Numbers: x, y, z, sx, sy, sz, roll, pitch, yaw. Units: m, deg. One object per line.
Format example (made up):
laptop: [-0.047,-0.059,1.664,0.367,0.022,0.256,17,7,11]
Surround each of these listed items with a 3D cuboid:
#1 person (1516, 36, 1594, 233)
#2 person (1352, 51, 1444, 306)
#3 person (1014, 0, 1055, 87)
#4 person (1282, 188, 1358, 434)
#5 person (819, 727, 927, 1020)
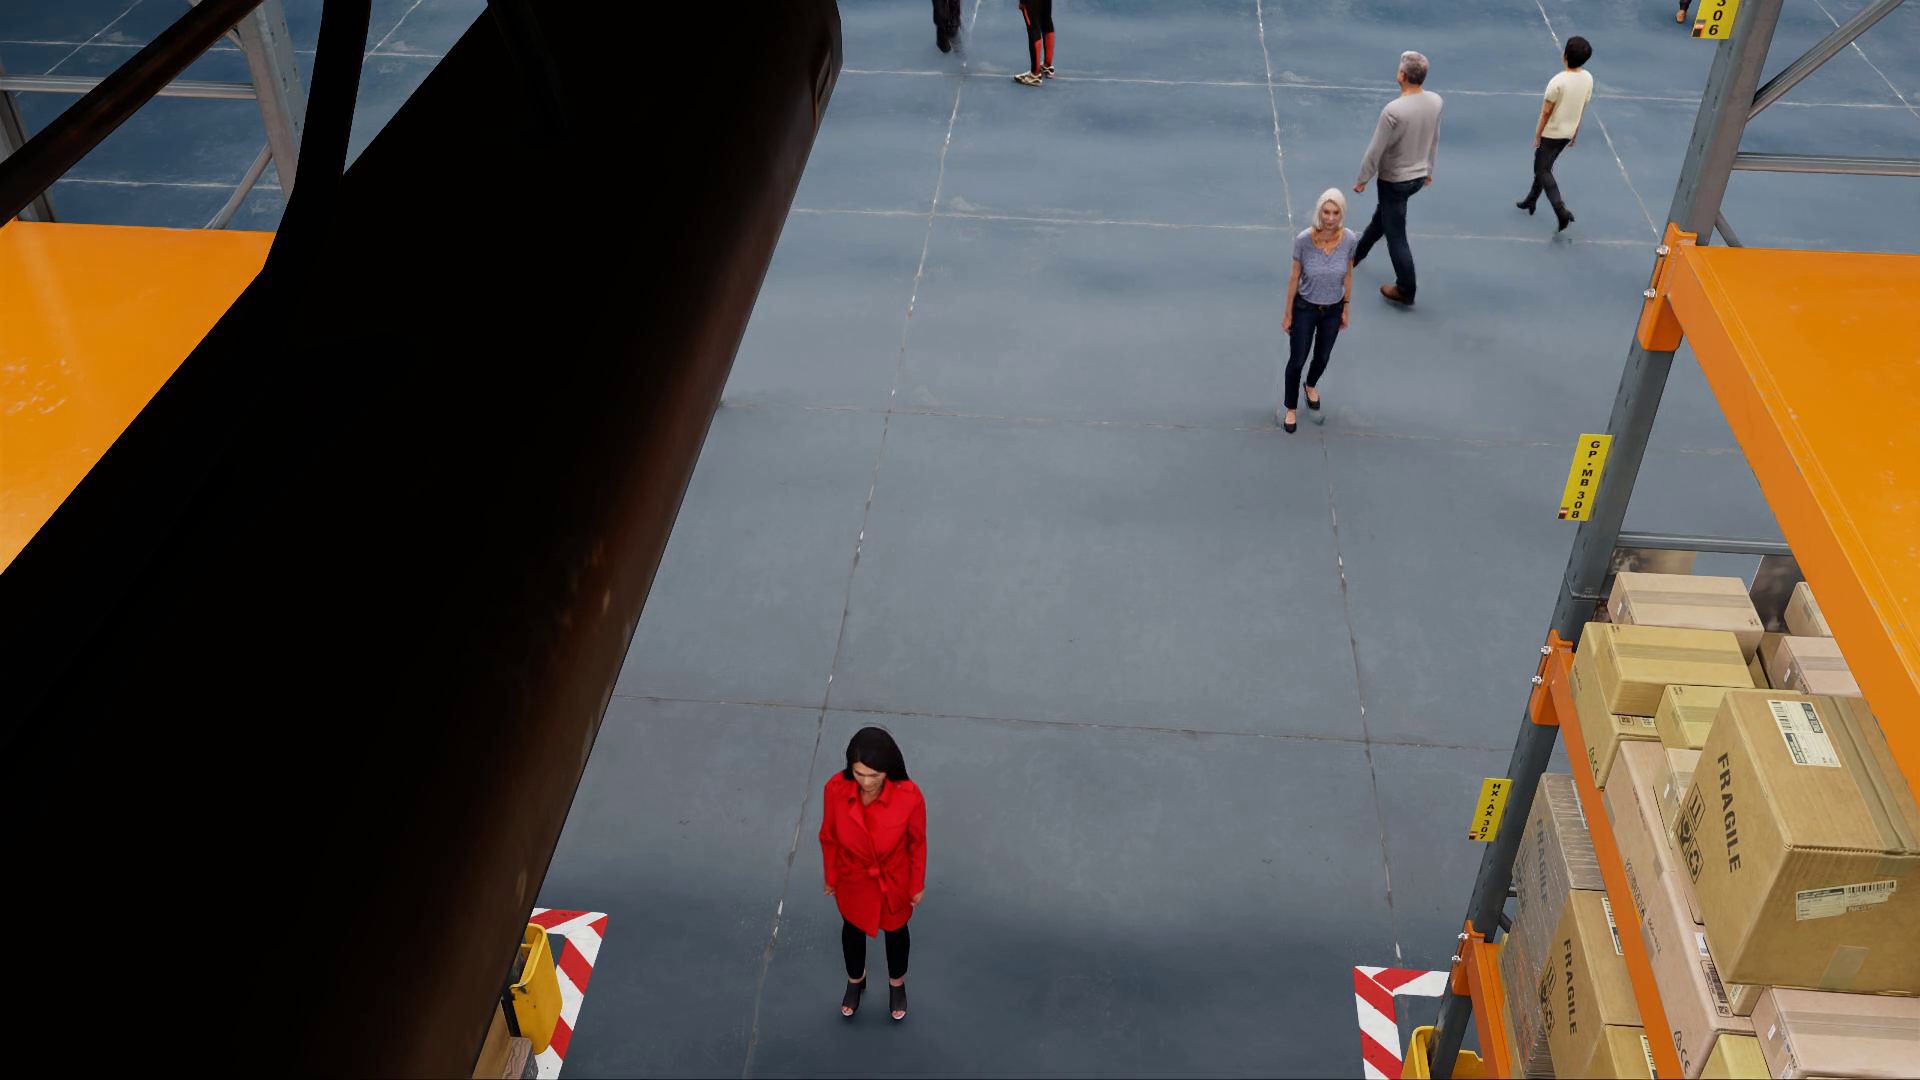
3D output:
person: [4.824,-3.225,13.351,0.878,1.564,1.063,-15,40,-18]
person: [3.314,-2.623,12.342,1.205,1.859,1.317,-23,44,-27]
person: [0.736,-5.226,15.710,0.767,1.807,0.662,25,45,29]
person: [2.385,-1.572,11.093,0.627,1.741,0.779,-1,38,-2]
person: [-0.373,1.459,7.212,0.615,1.751,0.610,5,38,6]
